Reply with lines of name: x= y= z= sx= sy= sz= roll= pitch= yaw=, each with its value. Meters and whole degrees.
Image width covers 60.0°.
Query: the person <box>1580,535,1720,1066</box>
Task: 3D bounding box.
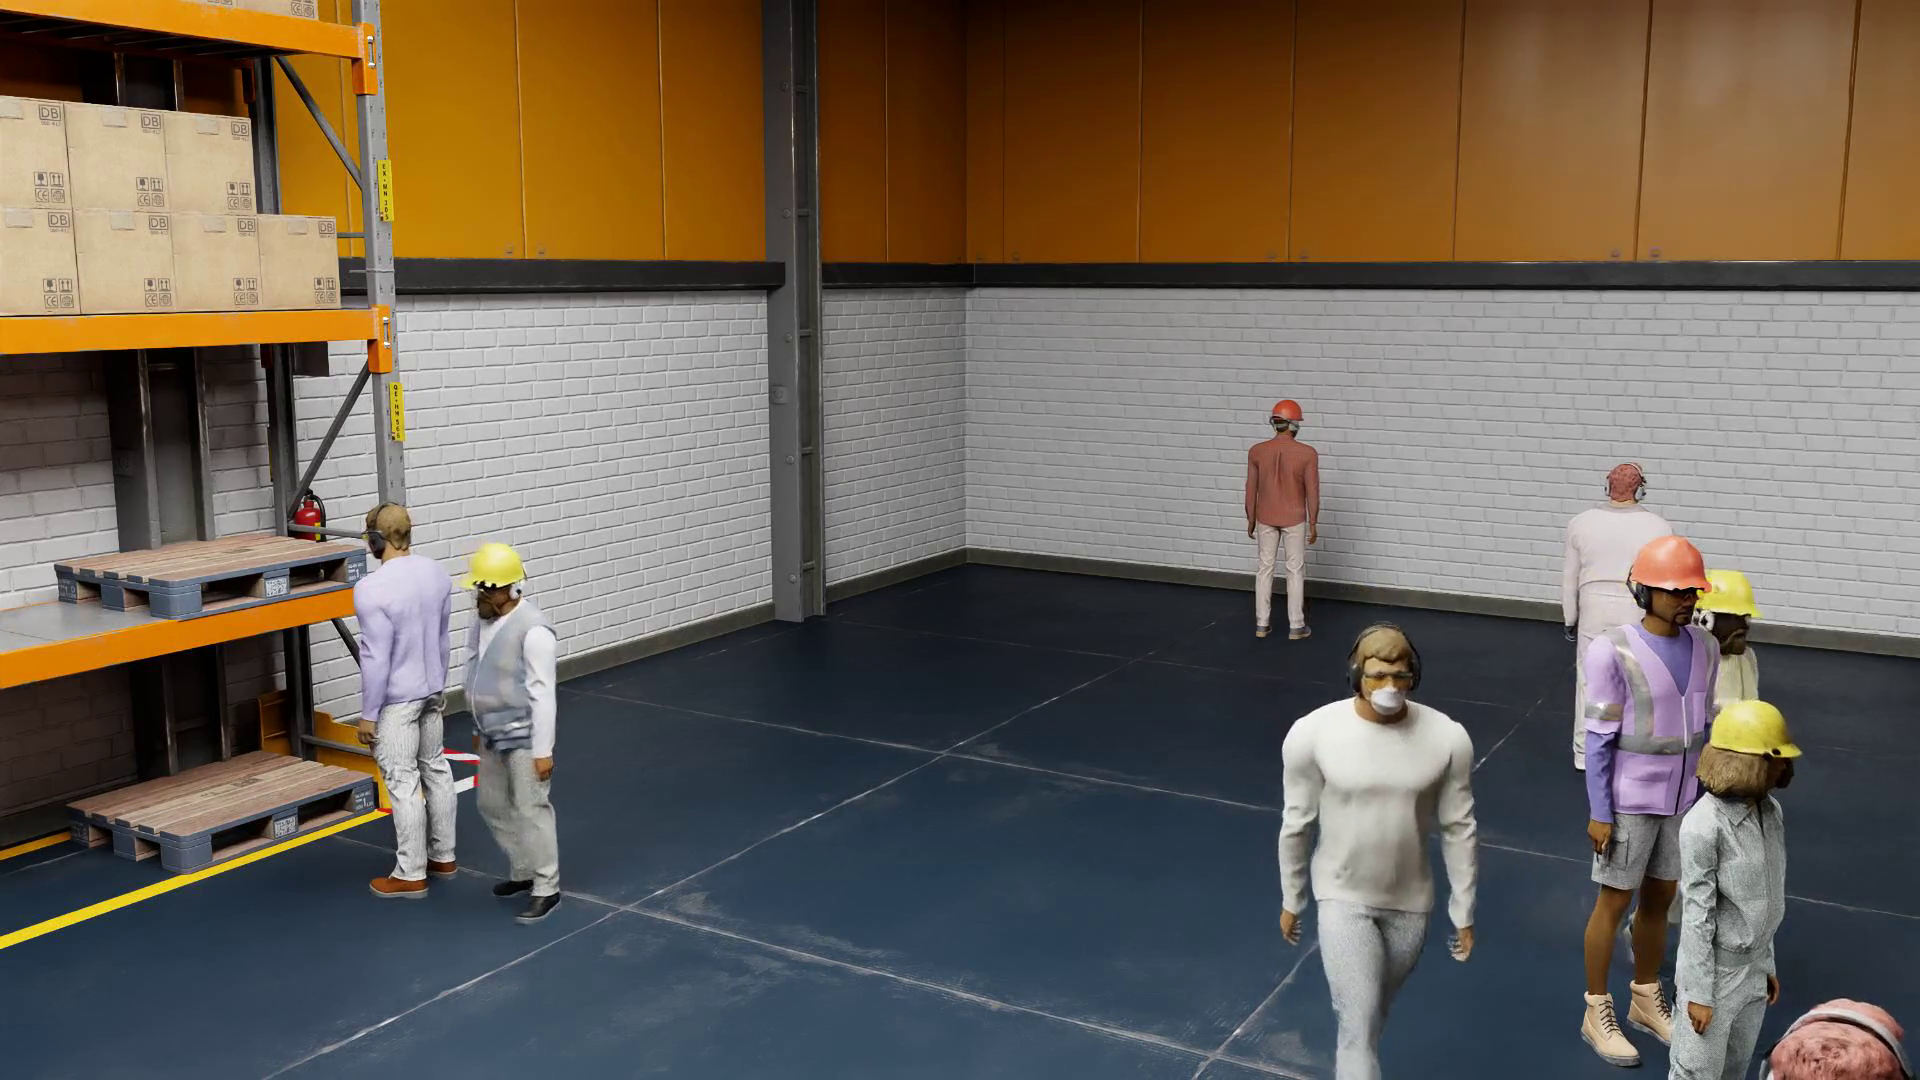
person: x=2.677 y=0.992 z=6.420 sx=0.608 sy=2.044 sz=0.371 roll=-4 pitch=10 yaw=-23

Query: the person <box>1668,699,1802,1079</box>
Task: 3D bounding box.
person: x=2.388 y=1.345 z=5.149 sx=0.487 sy=1.745 sz=0.292 roll=-7 pitch=12 yaw=-39

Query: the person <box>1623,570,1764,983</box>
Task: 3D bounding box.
person: x=3.136 y=1.019 z=6.958 sx=0.600 sy=1.820 sz=0.416 roll=-6 pitch=11 yaw=-35

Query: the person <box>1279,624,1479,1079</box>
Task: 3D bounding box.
person: x=1.403 y=1.196 z=5.634 sx=0.645 sy=1.896 sz=1.005 roll=0 pitch=9 yaw=-1

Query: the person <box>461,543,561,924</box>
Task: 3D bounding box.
person: x=-2.087 y=0.892 z=7.770 sx=0.623 sy=1.809 sz=0.473 roll=8 pitch=12 yaw=41

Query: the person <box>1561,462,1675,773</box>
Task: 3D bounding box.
person: x=3.969 y=0.481 z=10.039 sx=0.643 sy=1.908 sz=0.399 roll=6 pitch=11 yaw=33

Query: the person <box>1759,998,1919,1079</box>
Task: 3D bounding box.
person: x=1.356 y=1.666 z=2.691 sx=0.636 sy=1.899 sz=0.396 roll=7 pitch=12 yaw=39

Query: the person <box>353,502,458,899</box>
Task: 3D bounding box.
person: x=-2.705 y=0.775 z=8.108 sx=0.353 sy=1.936 sz=0.635 roll=3 pitch=10 yaw=18

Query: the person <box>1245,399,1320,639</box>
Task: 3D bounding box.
person: x=2.684 y=-0.171 z=13.839 sx=0.614 sy=1.990 sz=0.392 roll=5 pitch=10 yaw=26
